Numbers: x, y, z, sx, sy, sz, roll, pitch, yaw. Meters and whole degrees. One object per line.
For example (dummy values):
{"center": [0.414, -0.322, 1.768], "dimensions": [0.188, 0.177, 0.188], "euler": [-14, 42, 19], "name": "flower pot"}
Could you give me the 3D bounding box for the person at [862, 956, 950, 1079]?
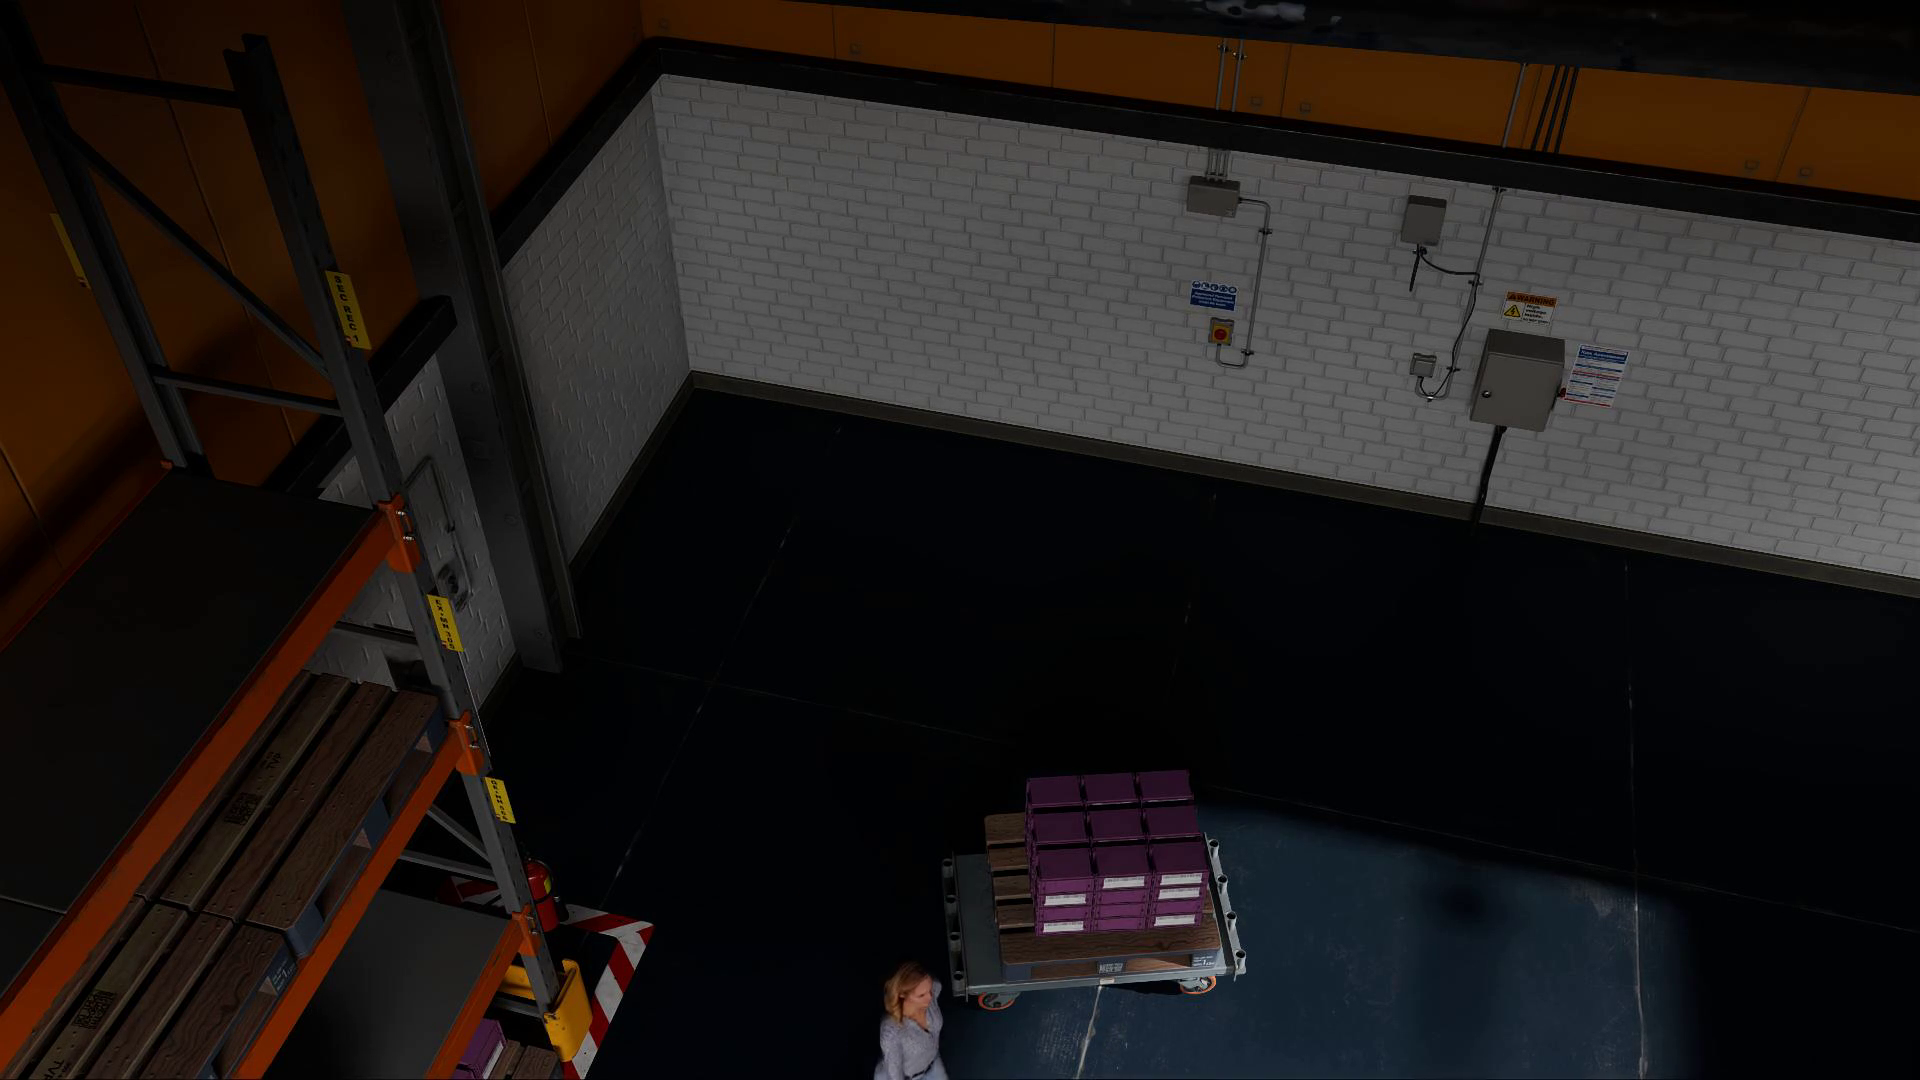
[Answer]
{"center": [-0.329, 2.596, 8.277], "dimensions": [1.040, 1.749, 1.207], "euler": [32, 52, 29], "name": "person"}
